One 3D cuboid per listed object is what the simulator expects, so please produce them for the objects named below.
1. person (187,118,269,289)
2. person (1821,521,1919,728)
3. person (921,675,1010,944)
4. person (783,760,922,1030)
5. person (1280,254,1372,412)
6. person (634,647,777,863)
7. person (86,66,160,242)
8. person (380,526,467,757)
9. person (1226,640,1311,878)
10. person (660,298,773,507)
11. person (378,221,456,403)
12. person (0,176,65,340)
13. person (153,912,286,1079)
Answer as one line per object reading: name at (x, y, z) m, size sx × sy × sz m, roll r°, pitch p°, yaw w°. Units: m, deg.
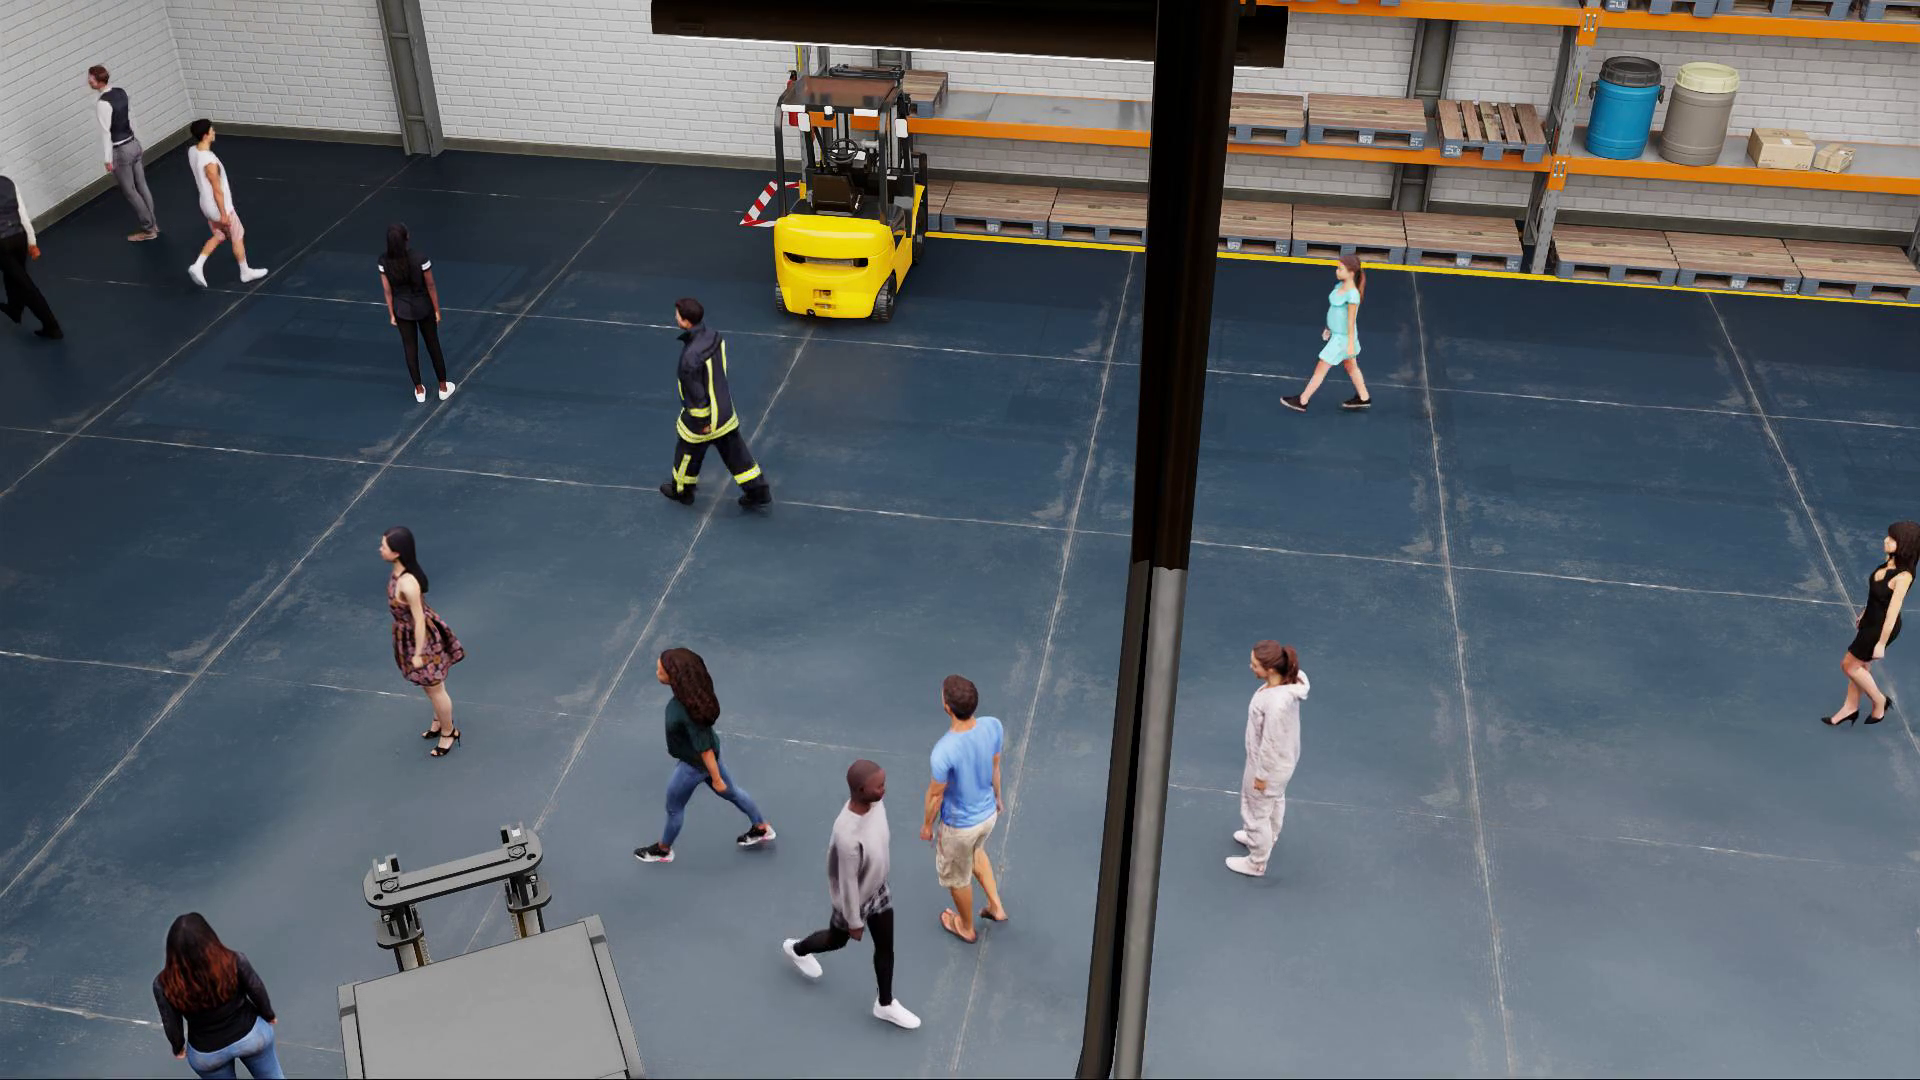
person at (-7.688, -3.408, 17.023) m, size 1.040 × 1.768 × 1.062 m, roll -29°, pitch 43°, yaw -36°
person at (6.209, 0.611, 11.095) m, size 0.663 × 1.635 × 0.588 m, roll 7°, pitch 34°, yaw 10°
person at (0.096, 1.605, 9.408) m, size 0.820 × 1.848 × 0.876 m, roll -27°, pitch 42°, yaw -34°
person at (-0.640, 1.904, 9.058) m, size 1.215 × 1.737 × 0.873 m, roll 17°, pitch 37°, yaw 24°
person at (3.483, -1.807, 14.843) m, size 1.103 × 1.514 × 0.679 m, roll 1°, pitch 34°, yaw 1°
person at (-1.498, 1.329, 10.075) m, size 1.167 × 1.570 × 0.793 m, roll -3°, pitch 34°, yaw -4°
person at (-9.122, -4.253, 18.153) m, size 0.586 × 1.923 × 0.699 m, roll 12°, pitch 36°, yaw 18°
person at (-3.547, 0.661, 10.895) m, size 0.846 × 1.774 × 0.801 m, roll -14°, pitch 36°, yaw -20°
person at (1.915, 1.300, 10.016) m, size 0.651 × 1.682 × 0.688 m, roll 13°, pitch 36°, yaw 18°
person at (-1.942, -1.051, 13.371) m, size 1.280 × 1.885 × 0.917 m, roll 11°, pitch 35°, yaw 16°
person at (-4.936, -2.065, 15.038) m, size 0.603 × 1.728 × 0.732 m, roll -4°, pitch 34°, yaw -6°
person at (-9.094, -2.788, 15.997) m, size 1.269 × 1.872 × 0.921 m, roll 14°, pitch 36°, yaw 20°
person at (-3.656, 2.473, 8.296) m, size 0.706 × 1.634 × 0.792 m, roll -17°, pitch 37°, yaw -23°
